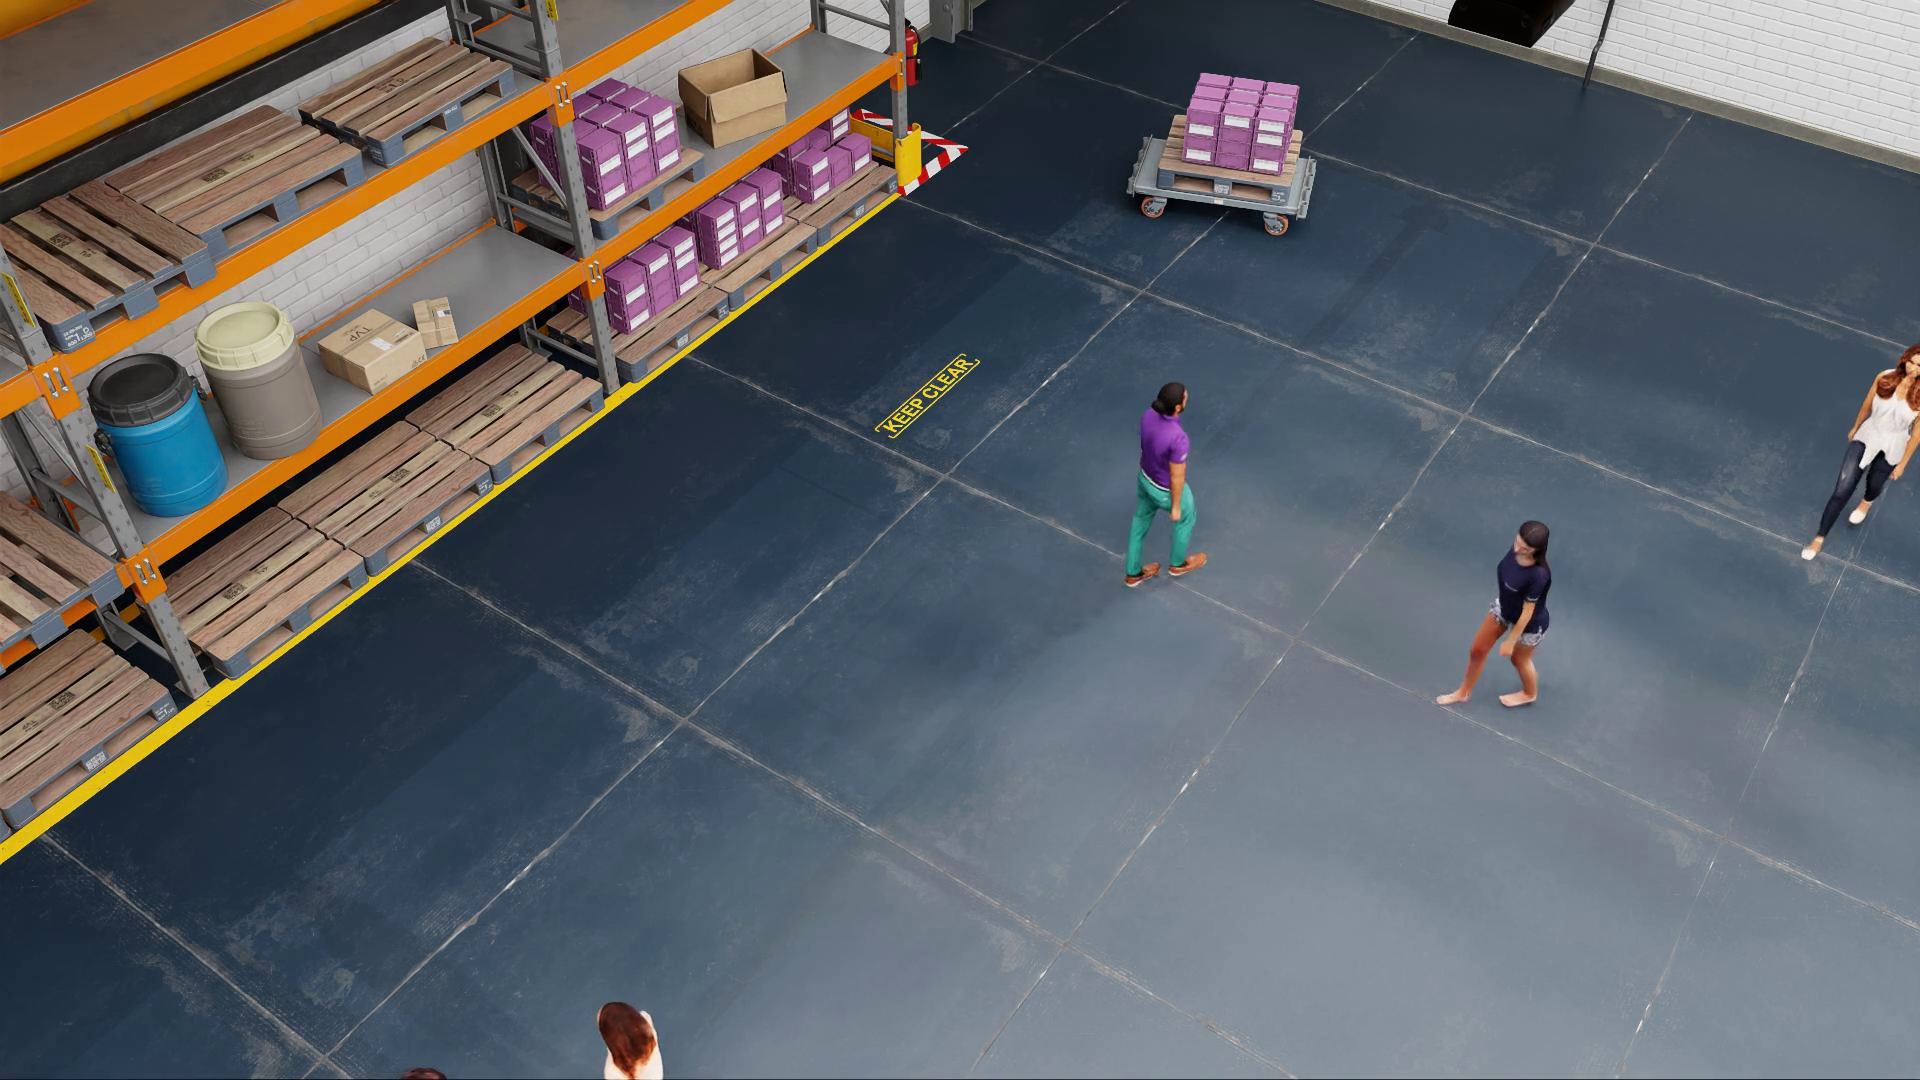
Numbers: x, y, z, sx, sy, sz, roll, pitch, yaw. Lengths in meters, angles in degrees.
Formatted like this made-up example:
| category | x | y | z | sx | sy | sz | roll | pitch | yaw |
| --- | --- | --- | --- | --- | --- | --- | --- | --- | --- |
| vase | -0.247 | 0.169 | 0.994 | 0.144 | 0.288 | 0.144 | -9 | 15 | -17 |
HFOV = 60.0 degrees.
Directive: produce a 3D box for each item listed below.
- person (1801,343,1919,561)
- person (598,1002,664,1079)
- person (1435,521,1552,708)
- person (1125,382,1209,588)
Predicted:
| category | x | y | z | sx | sy | sz | roll | pitch | yaw |
| --- | --- | --- | --- | --- | --- | --- | --- | --- | --- |
| person | 6.561 | -0.685 | 11.788 | 0.734 | 1.737 | 1.189 | 34 | 53 | 31 |
| person | -1.630 | 2.754 | 8.362 | 0.697 | 1.484 | 0.559 | 10 | 44 | 10 |
| person | 3.621 | 0.483 | 10.569 | 0.997 | 1.727 | 0.934 | -3 | 44 | -3 |
| person | 1.309 | -0.328 | 11.400 | 0.959 | 1.756 | 0.821 | -26 | 49 | -24 |
